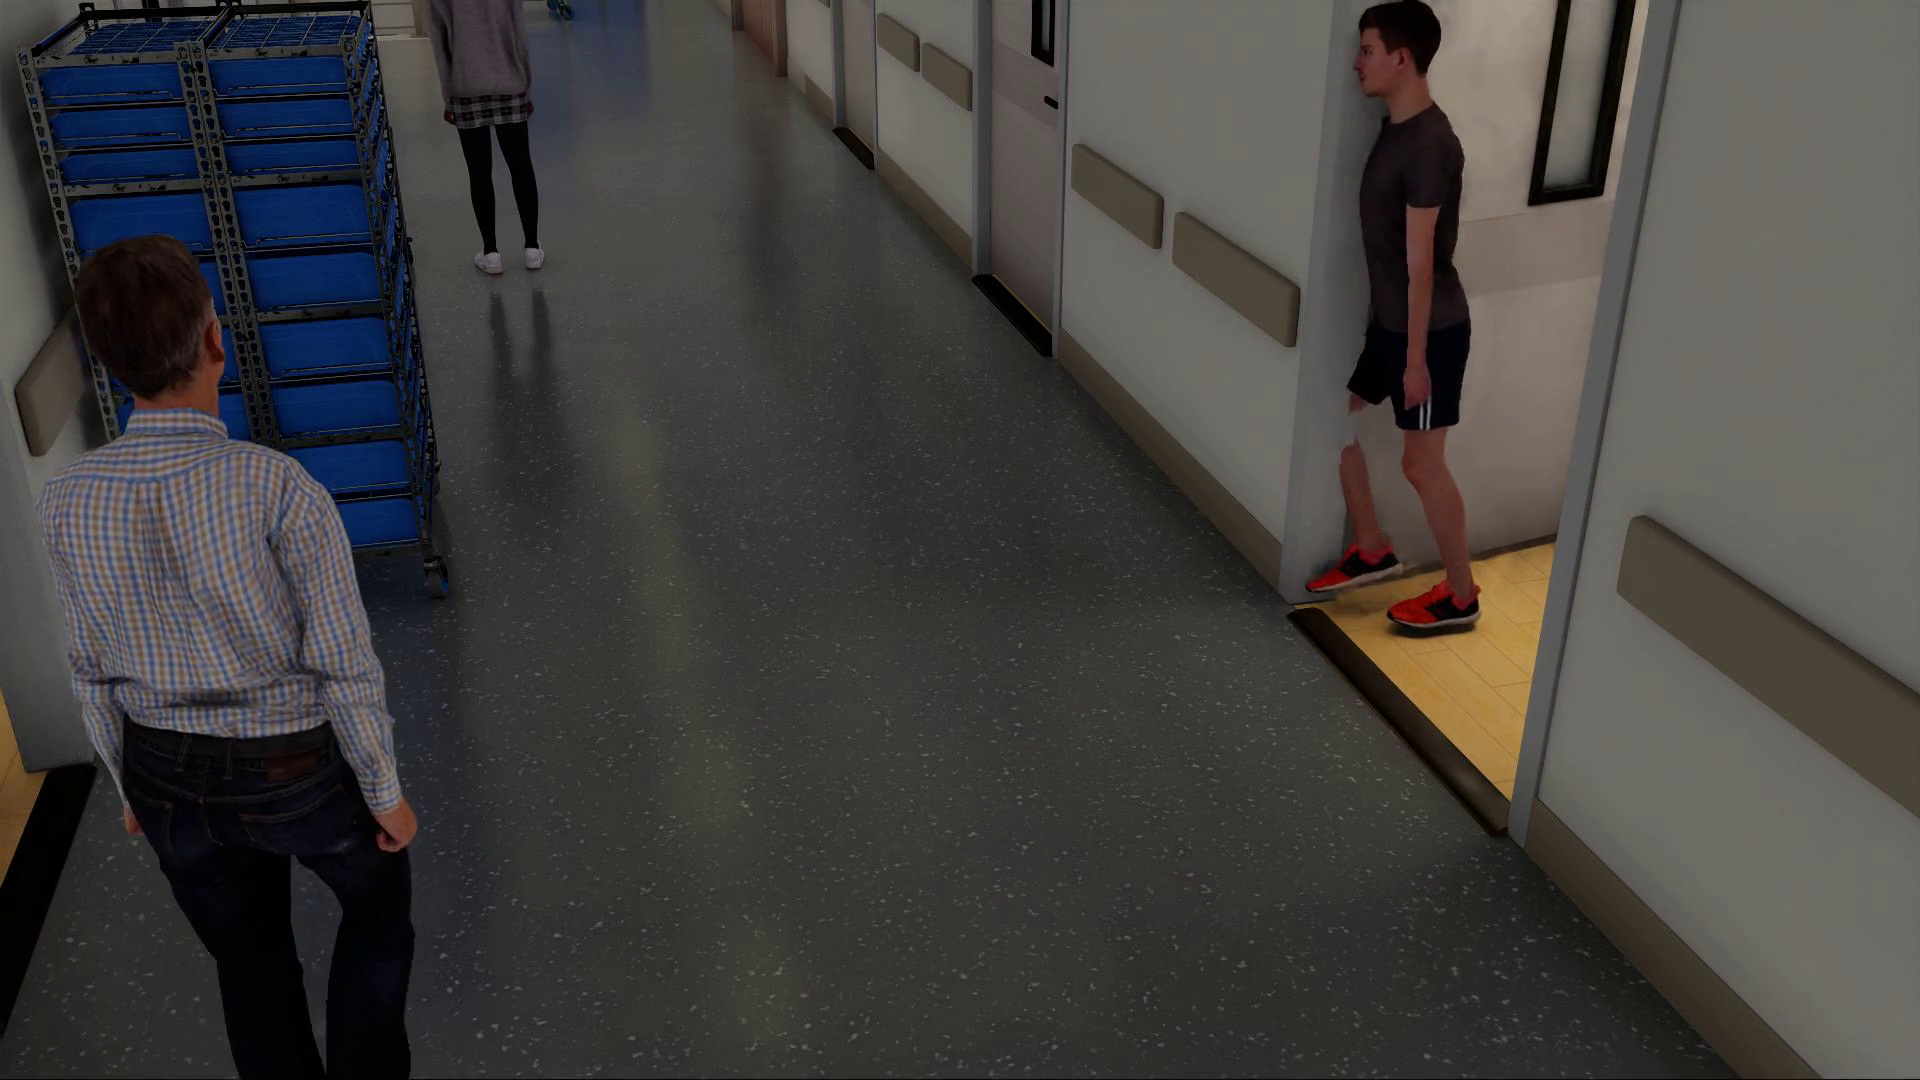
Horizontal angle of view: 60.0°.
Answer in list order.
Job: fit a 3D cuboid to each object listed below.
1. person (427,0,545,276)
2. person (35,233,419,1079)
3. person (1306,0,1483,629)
[{"bbox_3d":[-2.330,-2.207,8.209,0.641,1.771,0.569,-10,28,-20],"label":"person"},{"bbox_3d":[-1.168,0.431,2.700,0.744,1.805,0.706,0,26,-1],"label":"person"},{"bbox_3d":[1.365,-0.613,4.858,0.866,1.810,0.847,-3,26,-5],"label":"person"}]
